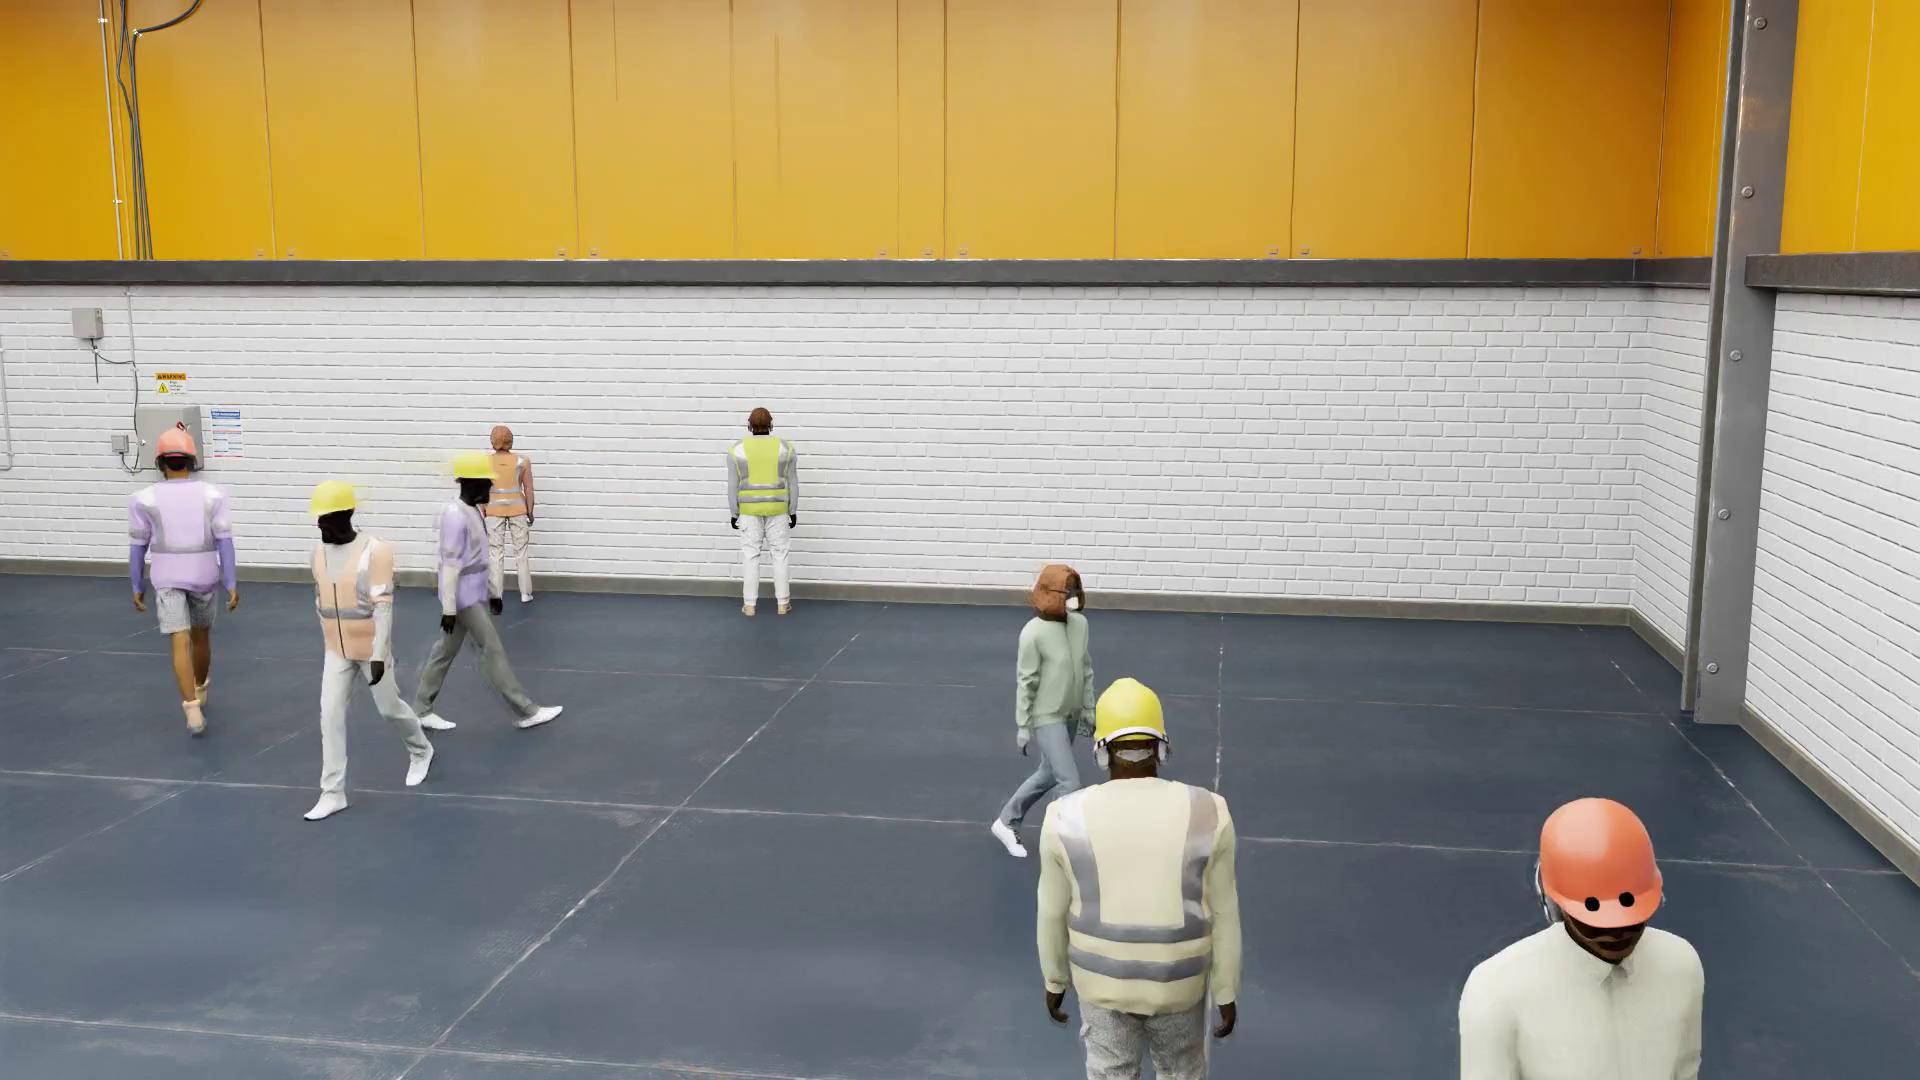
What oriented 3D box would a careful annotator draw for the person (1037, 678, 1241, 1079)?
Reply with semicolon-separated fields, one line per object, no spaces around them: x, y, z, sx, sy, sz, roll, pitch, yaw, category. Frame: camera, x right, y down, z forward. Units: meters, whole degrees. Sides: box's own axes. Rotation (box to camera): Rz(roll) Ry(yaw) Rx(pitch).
0.537;1.318;5.061;0.613;1.808;0.433;1;9;5;person

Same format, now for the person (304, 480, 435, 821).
-3.394;0.570;9.475;0.595;1.887;0.963;3;10;17;person

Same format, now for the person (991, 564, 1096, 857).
0.452;0.890;8.359;0.810;1.597;0.508;8;12;39;person

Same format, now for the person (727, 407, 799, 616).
-1.733;-0.250;14.650;0.627;1.846;0.429;-2;9;-10;person

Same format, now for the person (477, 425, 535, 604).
-4.118;-0.221;15.097;0.511;1.639;0.308;-3;10;-17;person

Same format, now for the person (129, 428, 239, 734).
-5.185;0.251;11.110;0.624;1.987;1.078;-5;10;-28;person

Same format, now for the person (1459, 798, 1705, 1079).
1.325;1.470;3.692;0.614;1.961;0.618;-3;10;-17;person

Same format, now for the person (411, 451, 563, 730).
-3.175;0.344;10.907;1.039;1.864;0.605;-1;9;-9;person
